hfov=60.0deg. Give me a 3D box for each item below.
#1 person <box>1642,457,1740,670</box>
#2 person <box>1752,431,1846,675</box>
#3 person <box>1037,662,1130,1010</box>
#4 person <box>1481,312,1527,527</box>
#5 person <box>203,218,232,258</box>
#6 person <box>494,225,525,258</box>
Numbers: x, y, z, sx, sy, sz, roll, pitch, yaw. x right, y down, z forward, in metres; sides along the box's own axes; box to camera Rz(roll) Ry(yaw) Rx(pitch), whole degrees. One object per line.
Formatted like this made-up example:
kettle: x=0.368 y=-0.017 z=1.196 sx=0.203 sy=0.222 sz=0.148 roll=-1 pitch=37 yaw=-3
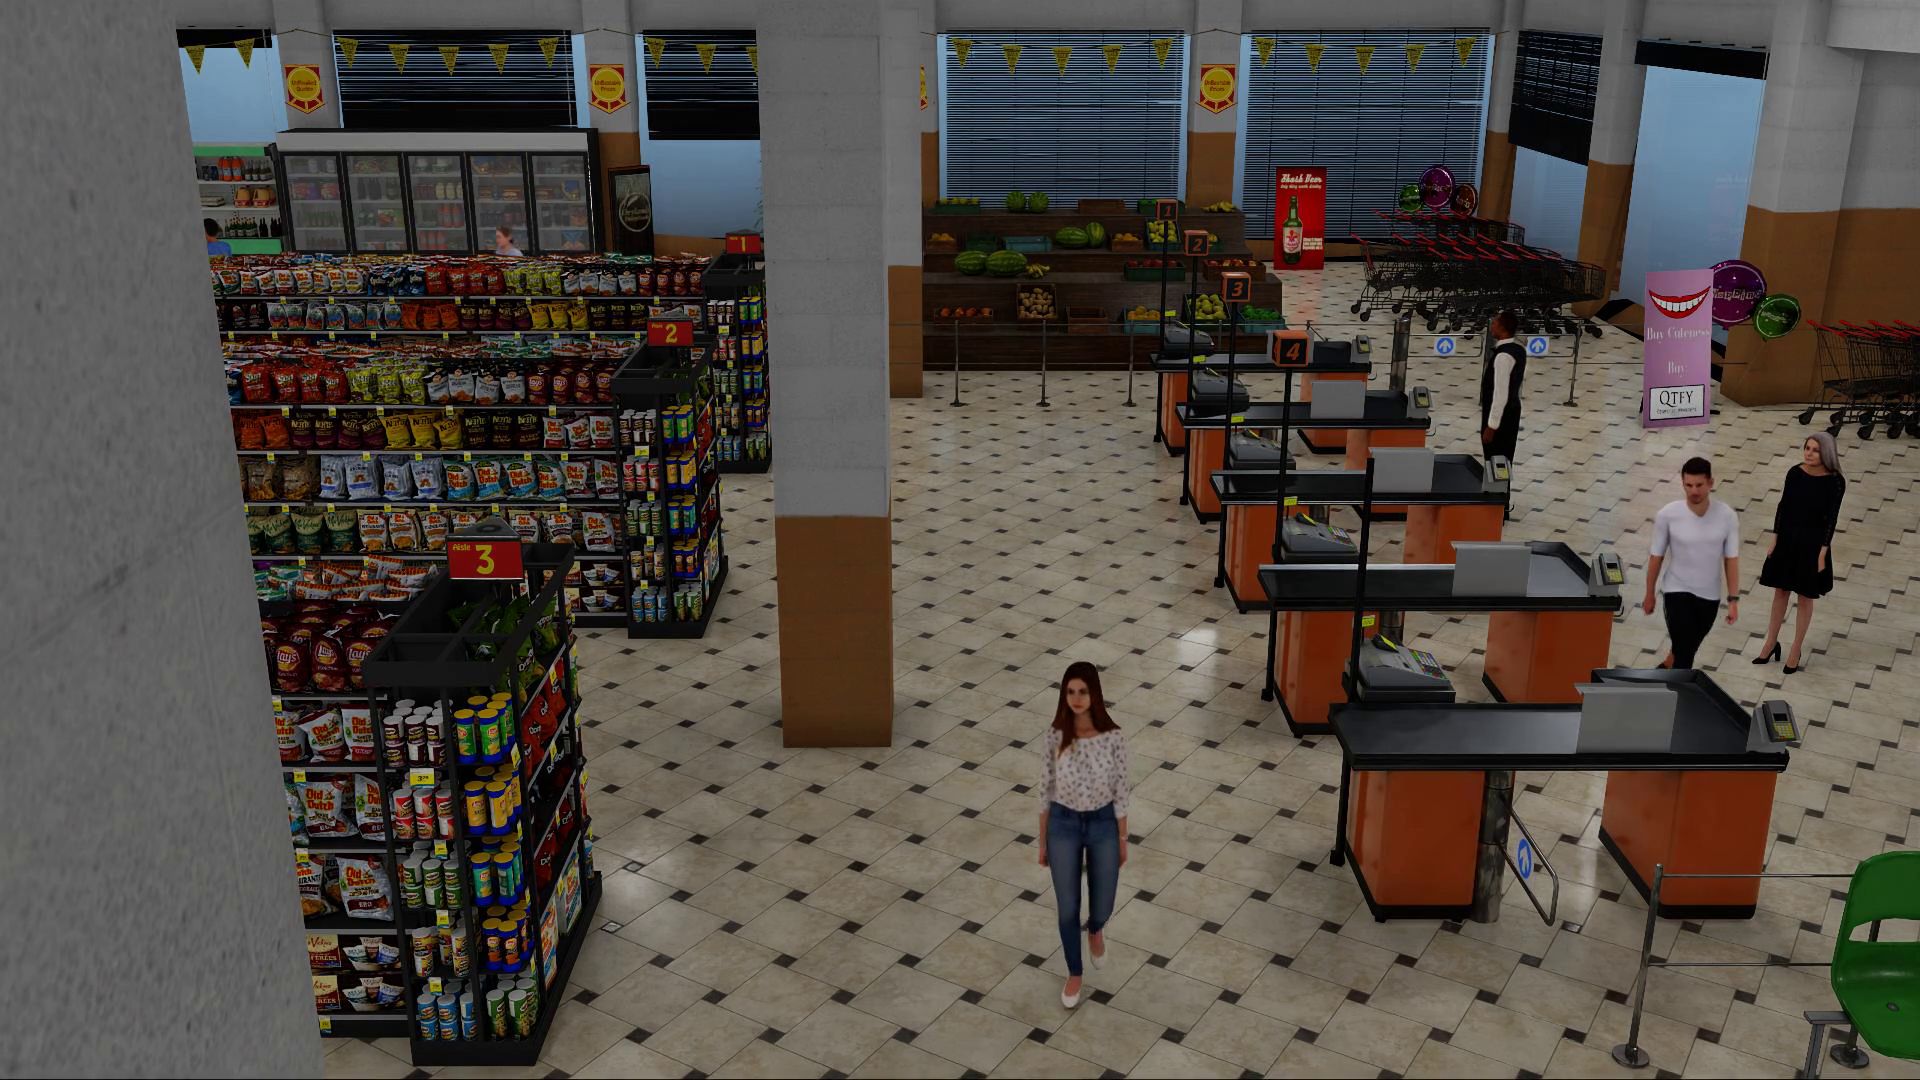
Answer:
person: x=4.735 y=0.331 z=10.812 sx=1.189 sy=1.822 sz=0.863 roll=2 pitch=19 yaw=5
person: x=5.897 y=0.079 z=11.675 sx=0.736 sy=1.747 sz=0.698 roll=-13 pitch=23 yaw=-34
person: x=0.596 y=1.361 z=7.918 sx=0.703 sy=1.719 sz=0.715 roll=3 pitch=19 yaw=10
person: x=4.833 y=-1.085 z=14.862 sx=0.787 sy=1.916 sz=0.786 roll=12 pitch=22 yaw=31
person: x=-9.325 y=-3.122 z=20.991 sx=0.695 sy=1.862 sz=0.731 roll=7 pitch=20 yaw=19
person: x=-5.400 y=-2.906 z=20.384 sx=1.238 sy=1.839 sz=1.243 roll=15 pitch=24 yaw=38
